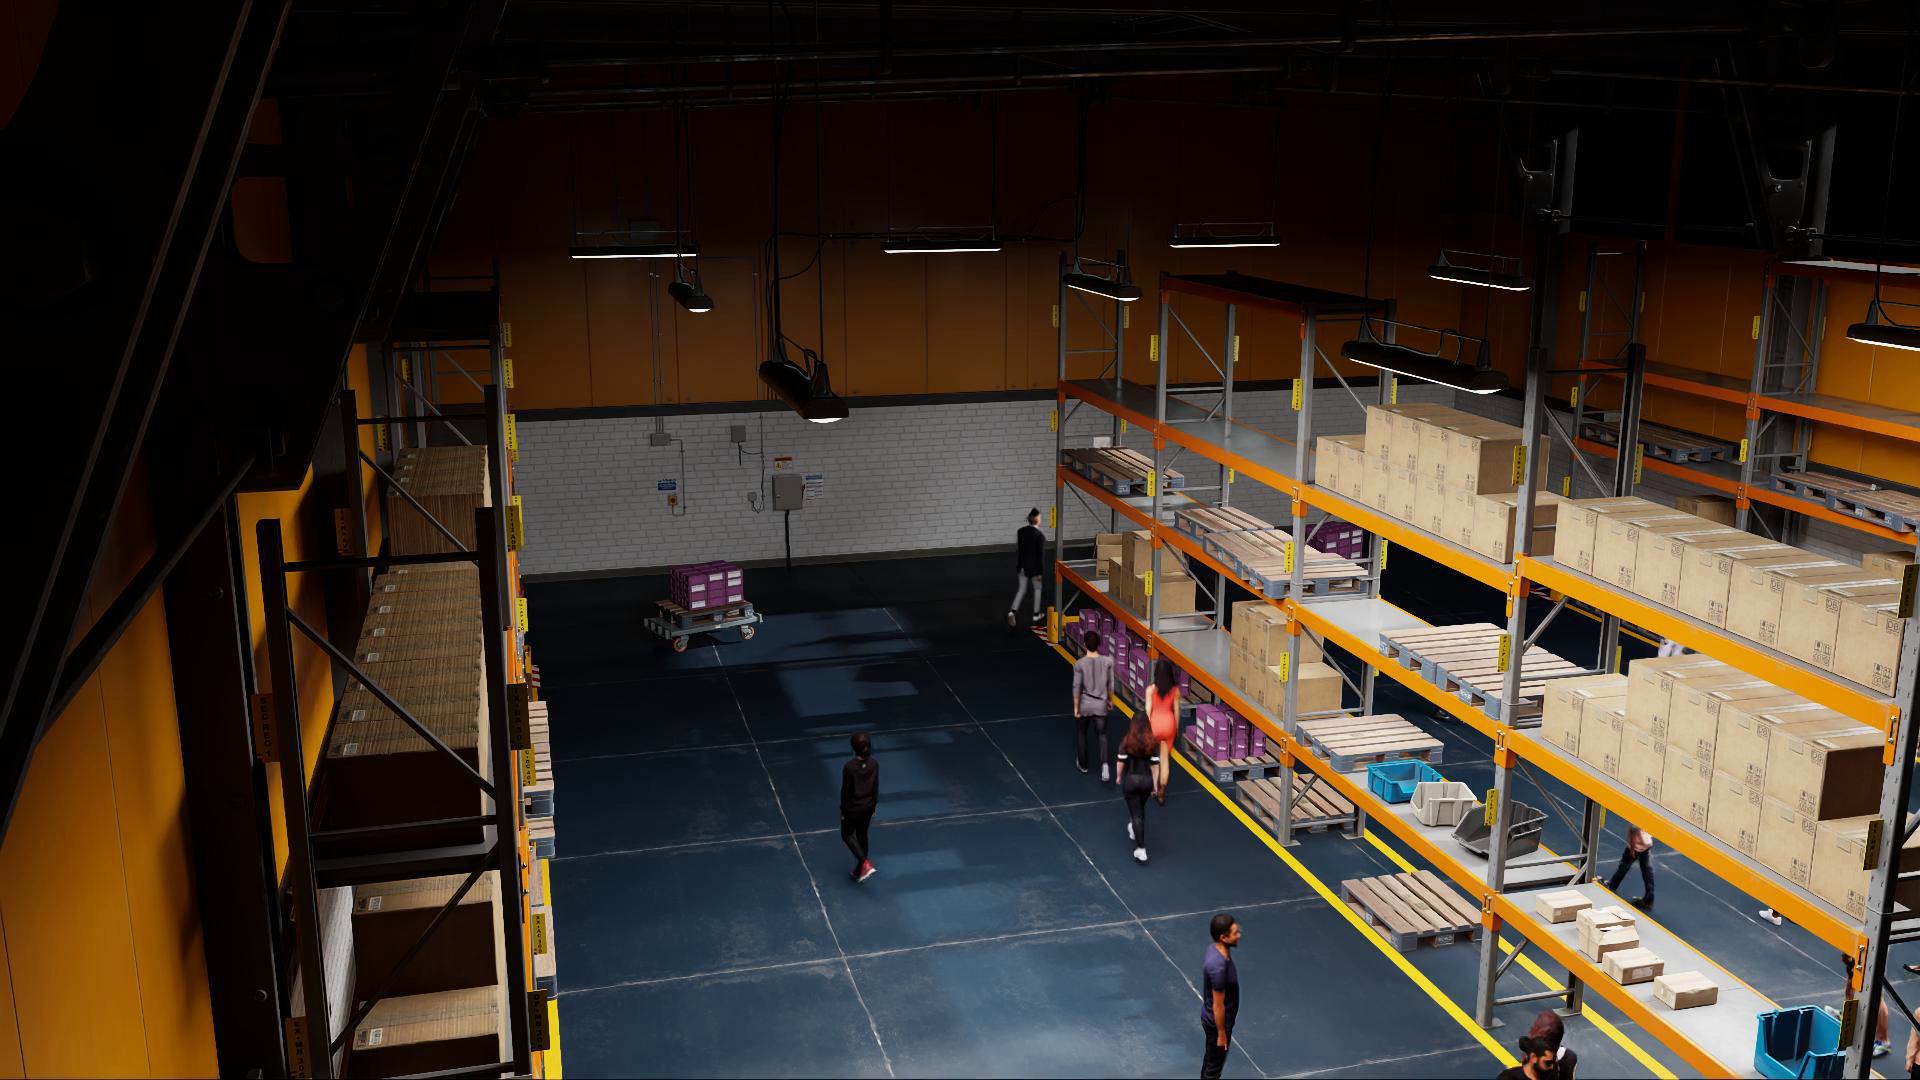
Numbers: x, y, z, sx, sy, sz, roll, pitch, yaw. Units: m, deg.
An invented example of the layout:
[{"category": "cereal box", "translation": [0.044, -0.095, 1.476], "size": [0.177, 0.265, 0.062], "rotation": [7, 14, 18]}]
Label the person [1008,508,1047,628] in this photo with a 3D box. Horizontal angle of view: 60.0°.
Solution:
[{"category": "person", "translation": [1.057, 0.449, 26.491], "size": [1.229, 1.916, 1.252], "rotation": [8, 16, 31]}]

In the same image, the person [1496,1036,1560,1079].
[{"category": "person", "translation": [3.817, 4.178, 11.484], "size": [0.680, 1.731, 0.665], "rotation": [-4, 14, -15]}]

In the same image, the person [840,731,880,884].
[{"category": "person", "translation": [-1.011, 2.810, 17.280], "size": [0.736, 1.662, 0.855], "rotation": [-9, 16, -33]}]

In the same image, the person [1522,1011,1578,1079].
[{"category": "person", "translation": [4.100, 4.148, 11.527], "size": [0.657, 1.771, 1.100], "rotation": [-3, 14, -11]}]

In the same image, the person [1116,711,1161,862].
[{"category": "person", "translation": [1.929, 2.680, 17.971], "size": [0.689, 1.590, 1.108], "rotation": [-2, 14, -8]}]

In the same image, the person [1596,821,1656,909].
[{"category": "person", "translation": [6.937, 3.111, 16.849], "size": [0.664, 1.280, 0.898], "rotation": [-8, 16, -31]}]

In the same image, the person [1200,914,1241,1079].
[{"category": "person", "translation": [2.020, 3.765, 13.058], "size": [0.771, 1.793, 0.608], "rotation": [2, 14, 7]}]

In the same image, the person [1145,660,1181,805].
[{"category": "person", "translation": [2.369, 2.272, 19.440], "size": [0.711, 1.692, 0.957], "rotation": [-1, 14, -6]}]

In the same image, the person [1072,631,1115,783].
[{"category": "person", "translation": [1.635, 2.030, 20.153], "size": [0.776, 1.827, 1.061], "rotation": [-2, 14, -8]}]
